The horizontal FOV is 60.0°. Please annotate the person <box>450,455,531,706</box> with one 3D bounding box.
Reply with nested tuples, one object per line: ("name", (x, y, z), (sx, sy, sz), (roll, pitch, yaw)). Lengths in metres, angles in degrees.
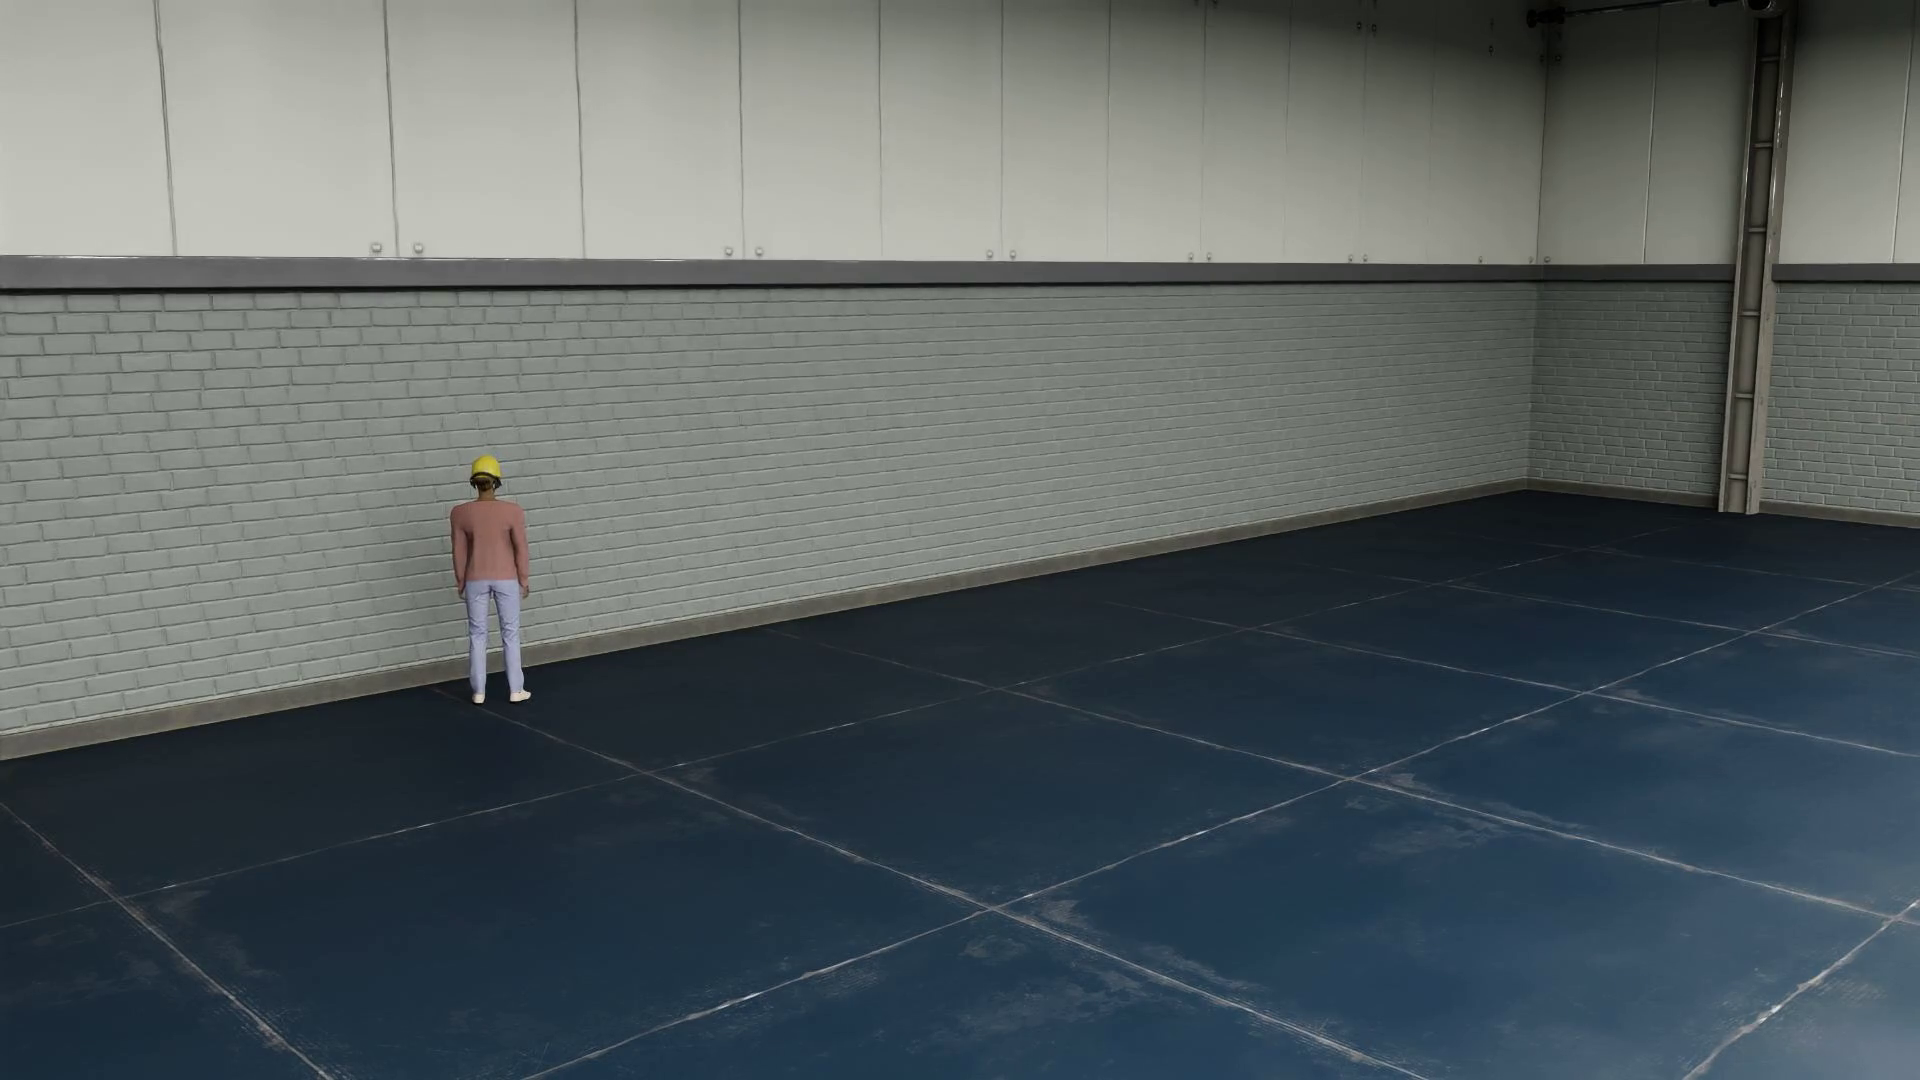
("person", (-3.279, 0.284, 11.654), (0.525, 1.769, 0.308), (-1, 9, -6))
